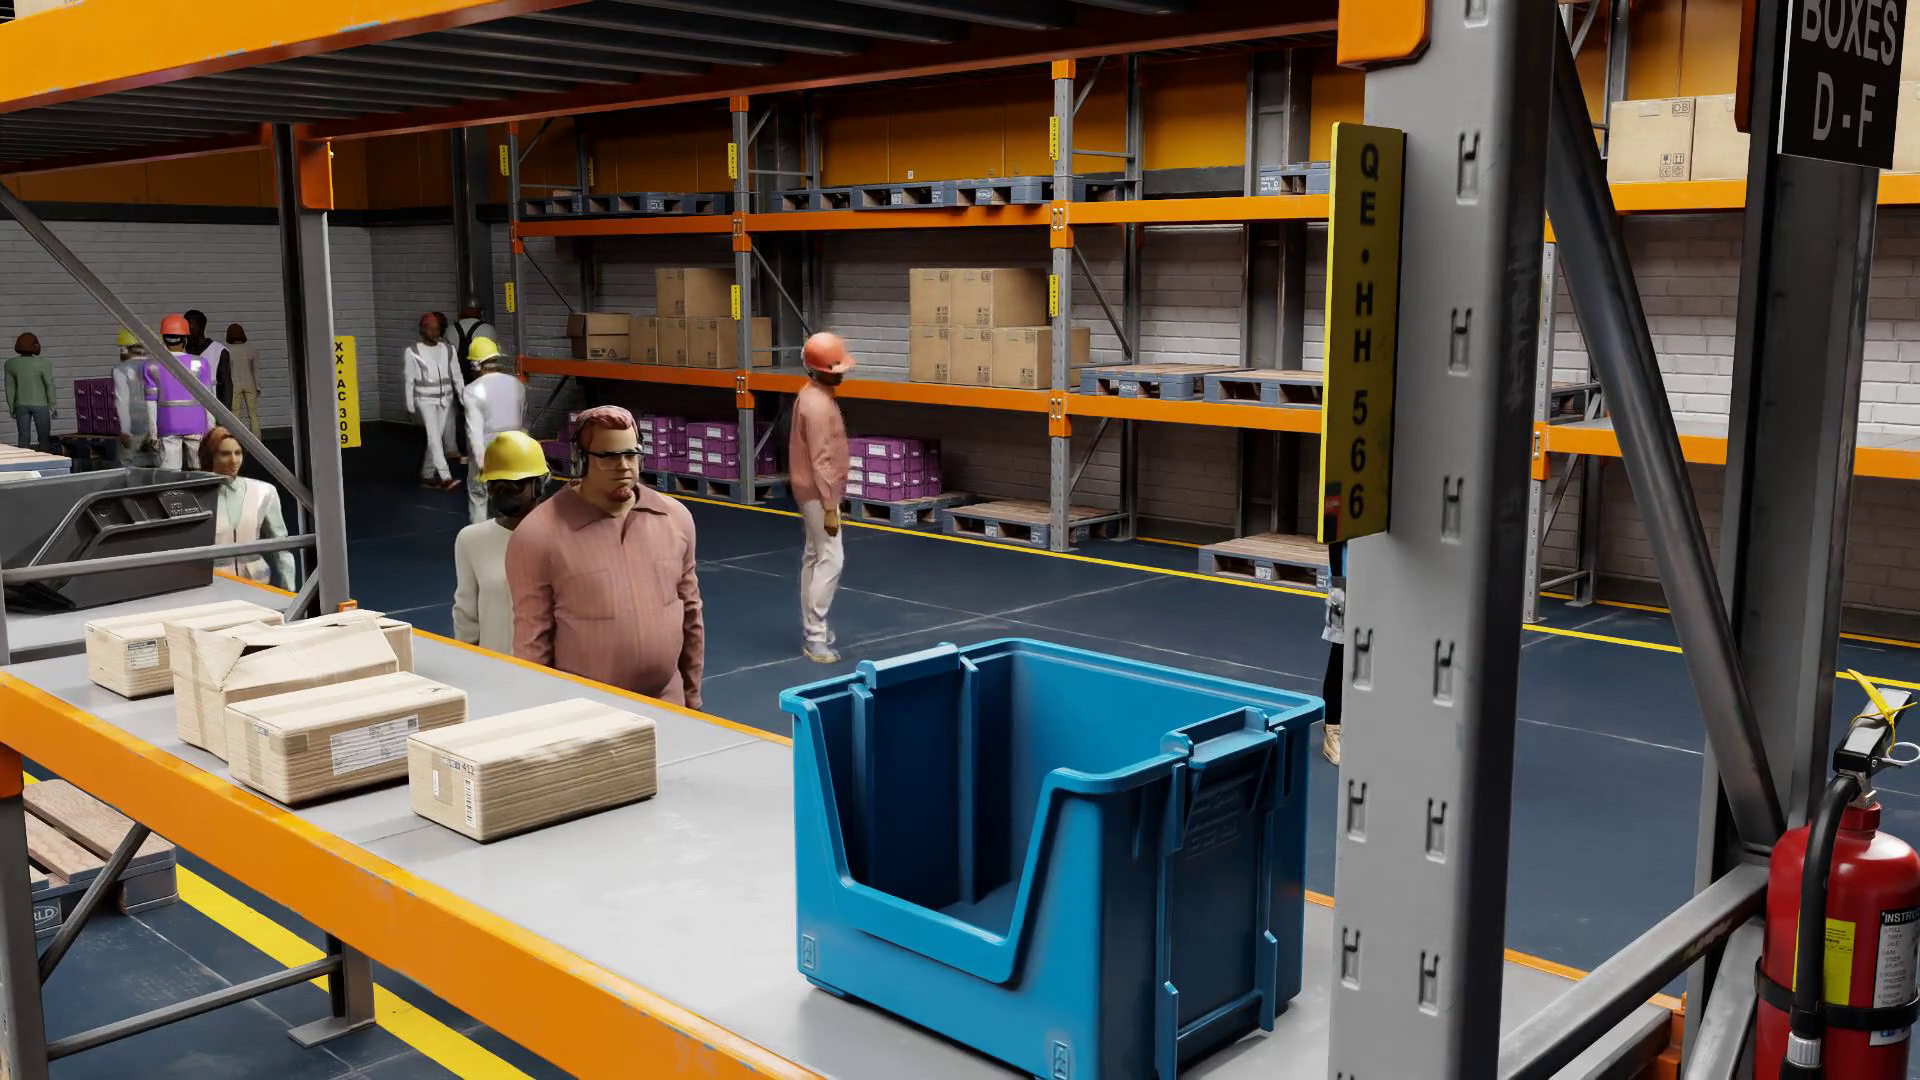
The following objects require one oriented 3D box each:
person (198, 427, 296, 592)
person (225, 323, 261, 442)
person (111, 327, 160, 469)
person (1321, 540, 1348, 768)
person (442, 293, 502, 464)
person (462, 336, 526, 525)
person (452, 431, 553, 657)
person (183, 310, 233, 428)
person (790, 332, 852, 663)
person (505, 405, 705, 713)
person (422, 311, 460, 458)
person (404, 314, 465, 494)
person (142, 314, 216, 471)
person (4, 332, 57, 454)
[{"bbox_3d":[-3.370,0.268,7.742,0.535,1.585,0.870,-9,13,-44],"label":"person"},{"bbox_3d":[-9.046,-1.902,20.915,0.498,1.633,0.278,-7,12,-38],"label":"person"},{"bbox_3d":[-7.639,-1.075,15.389,0.899,1.780,0.607,4,10,22],"label":"person"},{"bbox_3d":[1.916,0.211,7.766,0.530,1.697,0.322,-5,10,-27],"label":"person"},{"bbox_3d":[-5.733,-1.914,19.747,0.688,2.000,0.536,1,9,9],"label":"person"},{"bbox_3d":[-3.569,-0.679,12.921,0.846,1.805,0.579,8,12,39],"label":"person"},{"bbox_3d":[-1.507,0.499,5.792,0.527,1.768,0.331,1,9,8],"label":"person"},{"bbox_3d":[-7.382,-1.284,16.266,0.597,1.914,0.371,2,10,14],"label":"person"},{"bbox_3d":[-0.828,-0.260,9.918,0.362,1.951,0.735,-1,9,-7],"label":"person"},{"bbox_3d":[-1.082,0.523,5.263,0.636,1.900,0.402,-7,12,-39],"label":"person"},{"bbox_3d":[-6.296,-1.888,20.334,0.451,1.806,0.657,1,9,3],"label":"person"},{"bbox_3d":[-5.400,-1.408,17.252,0.964,1.833,0.600,8,12,41],"label":"person"},{"bbox_3d":[-6.575,-0.936,14.061,0.543,1.939,0.362,-3,10,-18],"label":"person"},{"bbox_3d":[-10.036,-1.425,17.991,0.503,1.632,0.274,-1,9,-4],"label":"person"}]
